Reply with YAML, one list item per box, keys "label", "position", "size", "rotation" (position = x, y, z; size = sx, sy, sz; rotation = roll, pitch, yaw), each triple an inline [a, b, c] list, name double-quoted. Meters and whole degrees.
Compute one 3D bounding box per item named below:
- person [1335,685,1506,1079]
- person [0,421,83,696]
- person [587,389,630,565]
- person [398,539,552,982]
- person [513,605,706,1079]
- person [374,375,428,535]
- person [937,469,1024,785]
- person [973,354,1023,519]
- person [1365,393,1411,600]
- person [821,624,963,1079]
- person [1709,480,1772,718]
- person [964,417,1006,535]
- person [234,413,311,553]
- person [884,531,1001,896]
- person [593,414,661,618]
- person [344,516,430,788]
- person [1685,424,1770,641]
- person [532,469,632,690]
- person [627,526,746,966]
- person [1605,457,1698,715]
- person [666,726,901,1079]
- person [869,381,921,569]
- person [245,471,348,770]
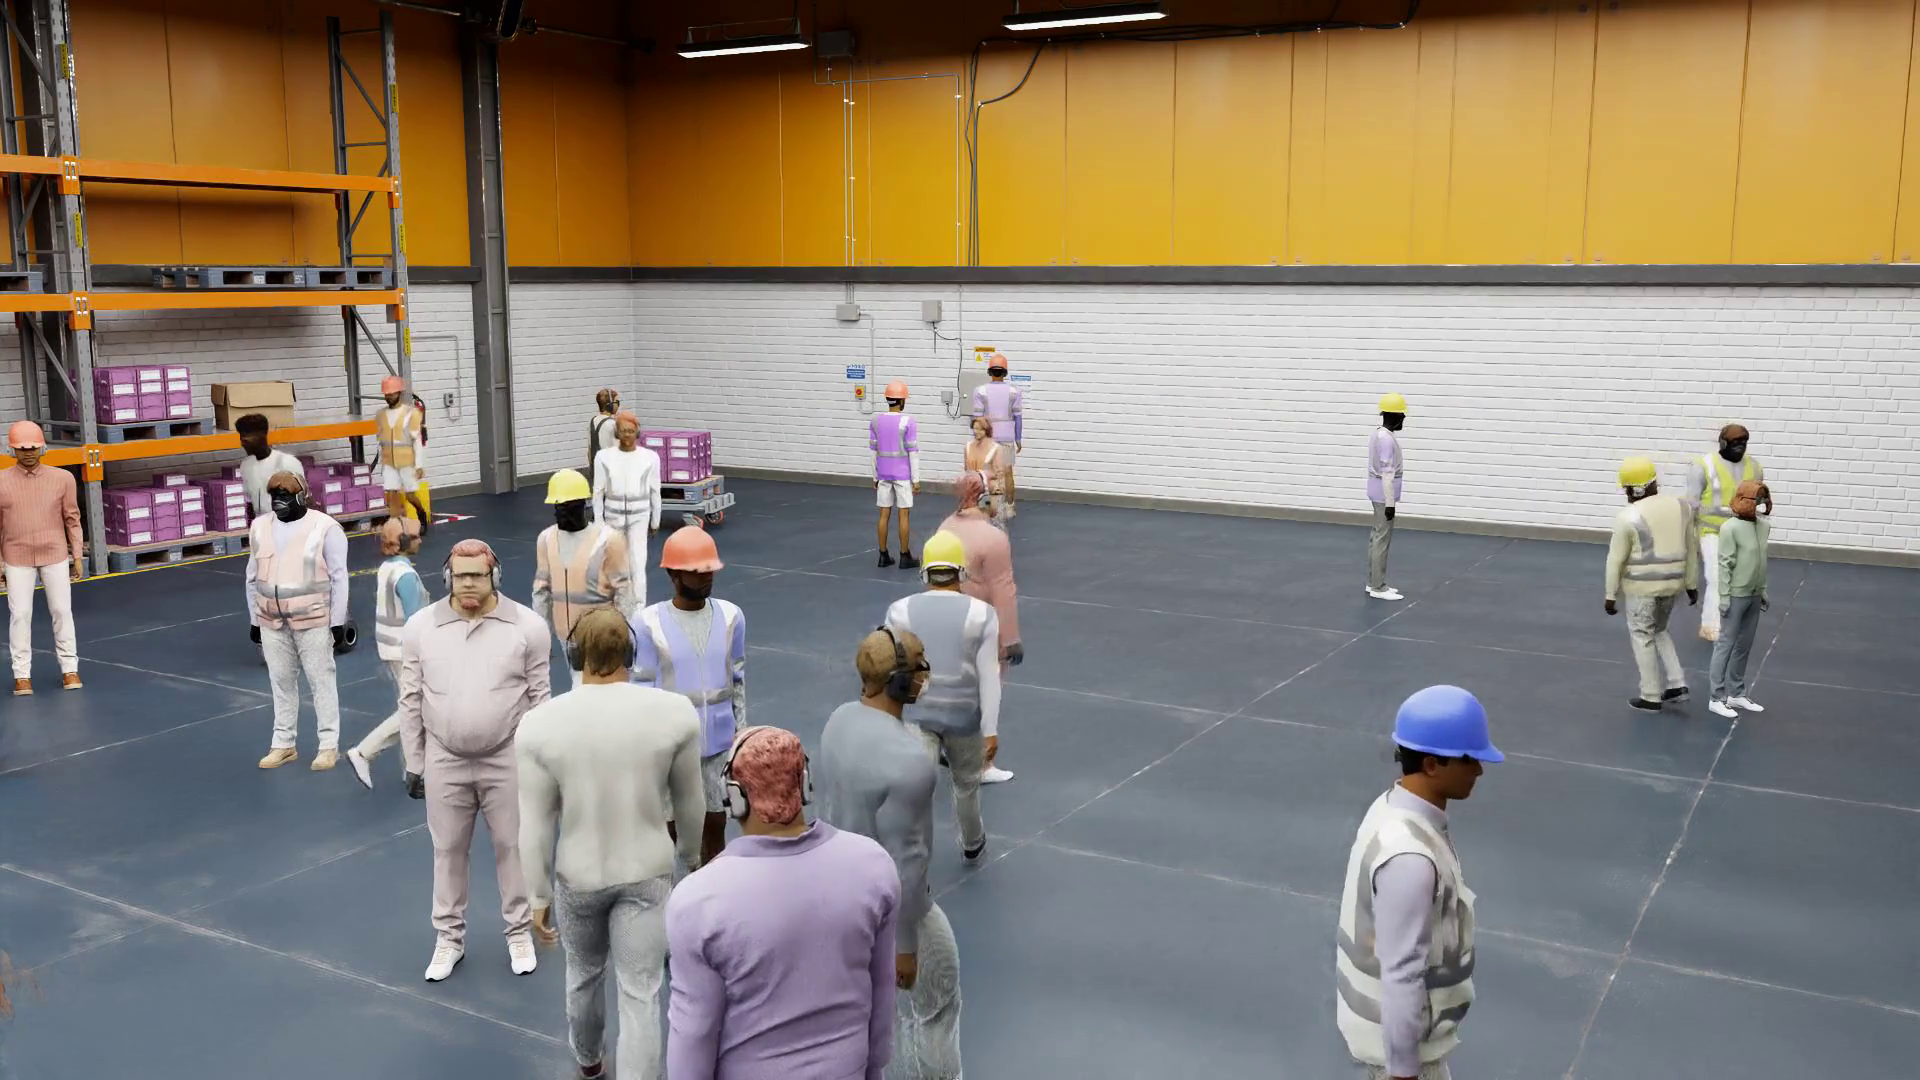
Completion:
- label: "person"
  position: [1.183, 1.338, 4.636]
  size: [0.592, 1.926, 0.608]
  rotation: [2, 9, 13]
- label: "person"
  position: [-6.670, 0.126, 12.010]
  size: [0.619, 1.985, 0.406]
  rotation: [-6, 11, -34]
- label: "person"
  position: [-3.655, -0.647, 17.268]
  size: [0.506, 1.846, 0.351]
  rotation: [8, 12, 42]
- label: "person"
  position: [-2.078, 0.940, 7.164]
  size: [0.643, 1.910, 0.411]
  rotation: [-2, 9, -10]
- label: "person"
  position: [-1.220, 1.153, 5.890]
  size: [0.640, 1.889, 1.003]
  rotation: [-2, 9, -10]
- label: "person"
  position: [-6.223, -0.887, 18.545]
  size: [0.559, 1.920, 0.743]
  rotation: [1, 9, 6]
- label: "person"
  position: [0.126, 0.524, 9.816]
  size: [0.447, 1.892, 0.647]
  rotation: [-5, 10, -27]
- label: "person"
  position: [0.466, -1.266, 20.516]
  size: [0.605, 2.044, 0.374]
  rotation: [0, 9, -2]
- label: "person"
  position: [3.989, -0.411, 15.534]
  size: [0.367, 1.926, 0.594]
  rotation: [1, 9, 7]
- label: "person"
  position: [-0.303, 1.209, 5.530]
  size: [0.976, 1.901, 0.639]
  rotation: [-5, 11, -30]
- label: "person"
  position: [5.384, 0.393, 11.433]
  size: [0.508, 1.632, 0.271]
  rotation: [-6, 11, -31]
- label: "person"
  position: [0.199, -0.437, 16.738]
  size: [0.539, 1.593, 0.871]
  rotation: [7, 11, 37]
- label: "person"
  position: [-5.450, -0.065, 13.337]
  size: [0.633, 1.937, 0.568]
  rotation: [5, 10, 28]
- label: "person"
  position: [-0.094, 0.842, 8.201]
  size: [0.624, 1.777, 0.977]
  rotation: [2, 9, 12]
- label: "person"
  position: [-2.870, -0.177, 14.390]
  size: [0.572, 1.841, 0.998]
  rotation: [-1, 9, -5]
- label: "person"
  position: [-3.308, 0.670, 9.739]
  size: [0.553, 1.617, 0.525]
  rotation: [-5, 10, -29]
- label: "person"
  position: [6.262, -0.020, 13.444]
  size: [0.660, 1.811, 0.833]
  rotation: [-2, 9, -10]
- label: "person"
  position: [-2.265, 0.539, 9.683]
  size: [0.605, 1.892, 0.790]
  rotation: [5, 10, 26]
- label: "person"
  position: [-1.172, 0.898, 7.336]
  size: [0.552, 1.937, 0.359]
  rotation: [-5, 11, -31]
- label: "person"
  position: [4.731, 0.320, 11.426]
  size: [0.652, 1.784, 0.404]
  rotation: [-3, 10, -19]
- label: "person"
  position: [-0.466, 1.408, 4.279]
  size: [0.641, 1.902, 0.401]
  rotation: [-6, 11, -32]
- label: "person"
  position: [-0.654, -0.670, 17.123]
  size: [0.551, 1.936, 0.356]
  rotation: [5, 10, 26]
- label: "person"
  position: [-4.062, 0.492, 10.170]
  size: [0.633, 1.842, 0.429]
  rotation: [1, 9, 6]
